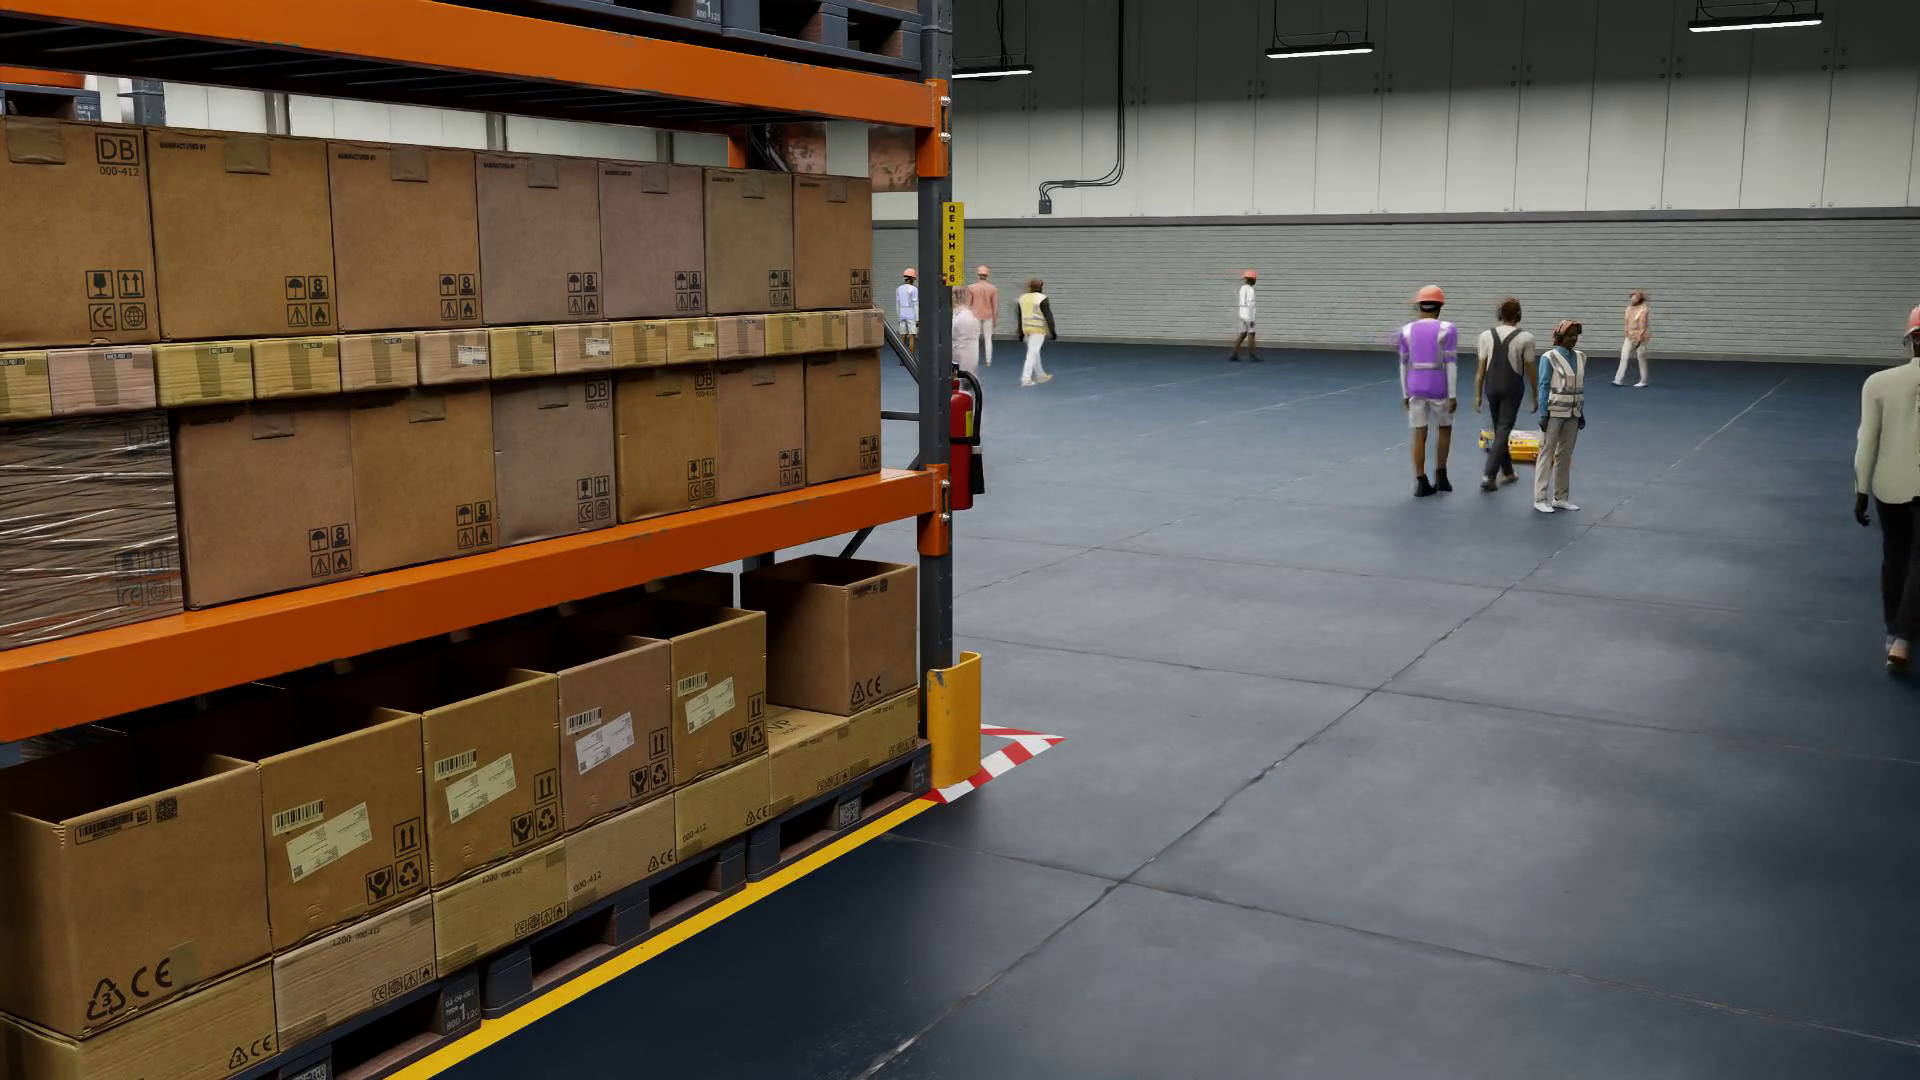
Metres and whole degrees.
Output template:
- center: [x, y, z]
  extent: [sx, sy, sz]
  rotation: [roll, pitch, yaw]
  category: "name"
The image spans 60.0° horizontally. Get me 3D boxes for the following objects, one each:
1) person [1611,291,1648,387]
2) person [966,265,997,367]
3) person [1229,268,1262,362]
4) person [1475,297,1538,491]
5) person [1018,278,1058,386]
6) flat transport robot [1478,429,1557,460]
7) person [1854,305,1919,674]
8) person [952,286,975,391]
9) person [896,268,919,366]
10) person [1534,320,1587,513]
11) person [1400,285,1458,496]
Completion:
- center: [11.140, -3.312, 27.520]
  extent: [0.810, 1.587, 0.530]
  rotation: [-4, 11, -24]
  category: "person"
- center: [0.432, -4.412, 32.809]
  extent: [0.618, 1.996, 0.387]
  rotation: [-1, 10, -4]
  category: "person"
- center: [5.890, -4.588, 34.111]
  extent: [0.532, 1.958, 0.549]
  rotation: [-2, 10, -13]
  category: "person"
- center: [5.120, -1.371, 15.600]
  extent: [0.531, 1.799, 0.980]
  rotation: [8, 12, 38]
  category: "person"
- center: [1.346, -3.505, 28.079]
  extent: [0.937, 1.796, 0.641]
  rotation: [-8, 13, -41]
  category: "person"
- center: [6.126, -1.050, 18.162]
  extent: [0.652, 0.197, 1.431]
  rotation: [1, 10, 7]
  category: "flat transport robot"
- center: [5.080, -0.285, 8.809]
  extent: [0.621, 1.958, 1.023]
  rotation: [7, 12, 37]
  category: "person"
- center: [-0.116, -1.784, 17.733]
  extent: [0.445, 1.884, 0.668]
  rotation: [-4, 11, -24]
  category: "person"
- center: [-1.007, -4.405, 32.960]
  extent: [0.542, 1.930, 0.367]
  rotation: [8, 13, 39]
  category: "person"
- center: [5.122, -1.051, 14.169]
  extent: [0.525, 1.639, 0.307]
  rotation: [-5, 11, -29]
  category: "person"
- center: [4.299, -1.362, 15.196]
  extent: [0.570, 1.906, 0.635]
  rotation: [6, 12, 33]
  category: "person"
